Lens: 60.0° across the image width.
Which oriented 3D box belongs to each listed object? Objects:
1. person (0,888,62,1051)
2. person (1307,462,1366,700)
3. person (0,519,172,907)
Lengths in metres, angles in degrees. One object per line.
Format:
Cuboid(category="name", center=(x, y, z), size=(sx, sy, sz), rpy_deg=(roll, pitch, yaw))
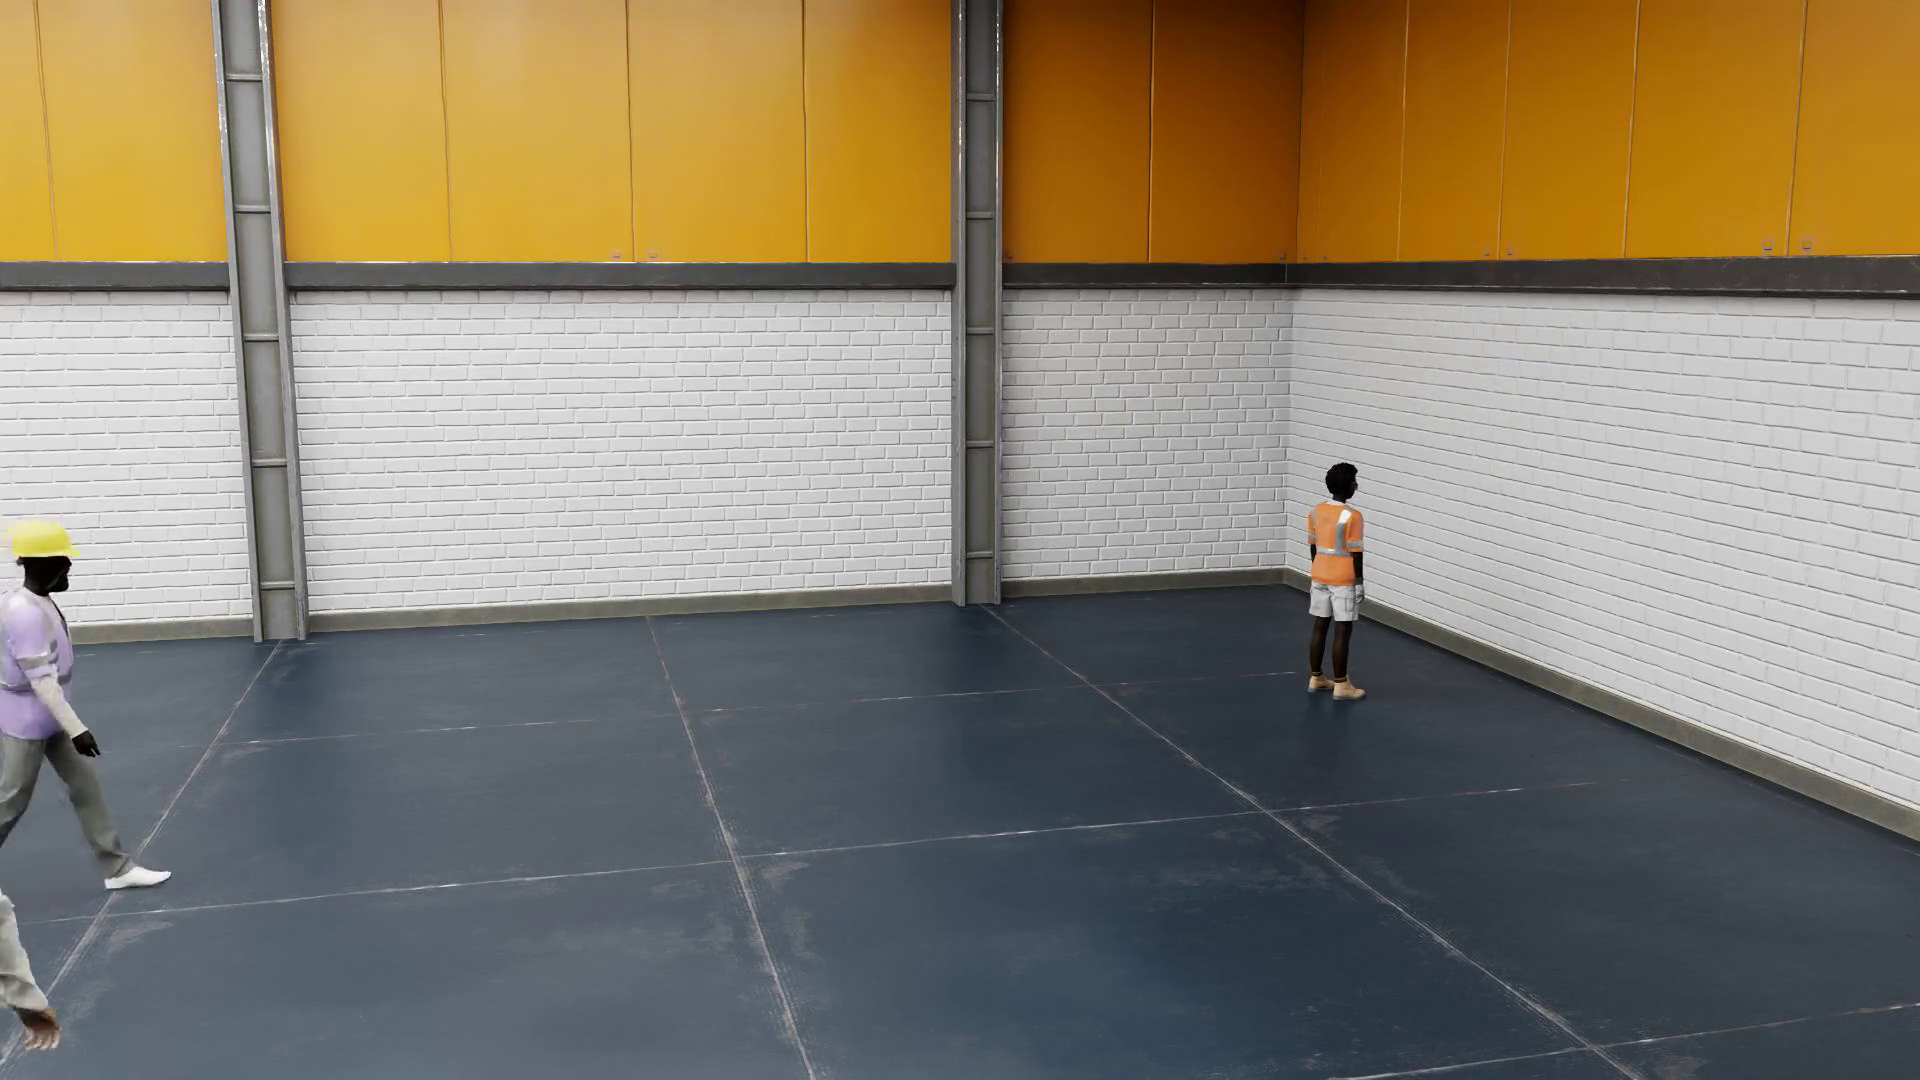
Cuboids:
Cuboid(category="person", center=(-2.685, 1.375, 4.521), size=(1.001, 1.884, 0.655), rpy_deg=(-2, 9, -14))
Cuboid(category="person", center=(2.704, 0.290, 11.904), size=(0.315, 1.696, 0.540), rpy_deg=(-5, 10, -28))
Cuboid(category="person", center=(-4.404, 0.842, 7.917), size=(0.973, 1.889, 0.595), rpy_deg=(-3, 10, -17))
